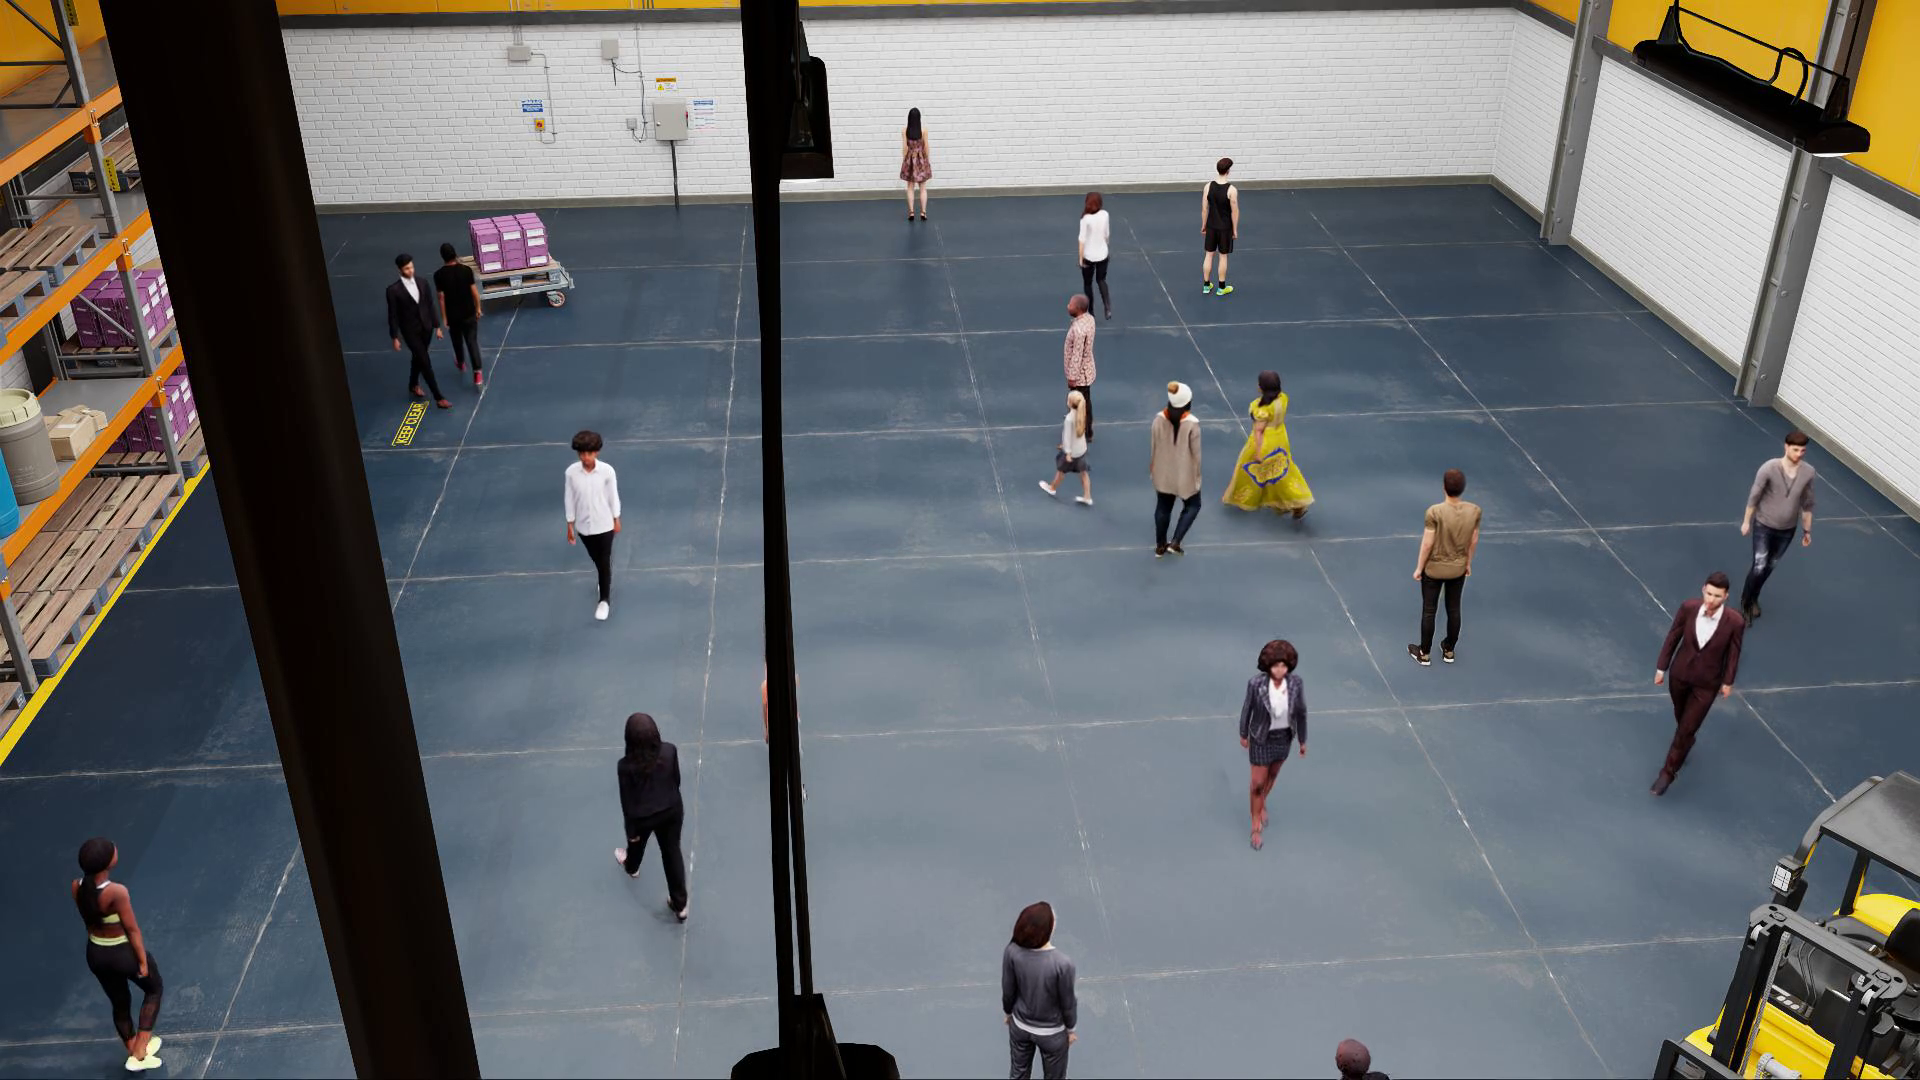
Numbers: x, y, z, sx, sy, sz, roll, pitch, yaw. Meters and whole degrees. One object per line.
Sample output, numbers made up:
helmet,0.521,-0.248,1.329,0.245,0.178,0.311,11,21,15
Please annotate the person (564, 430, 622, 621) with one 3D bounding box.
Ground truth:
person,-3.394,-0.211,15.453,0.715,1.765,1.158,1,29,1

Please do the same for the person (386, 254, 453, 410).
person,-6.420,-2.470,19.522,1.264,1.834,1.196,22,36,35

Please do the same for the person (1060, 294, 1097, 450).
person,1.351,-1.862,18.441,0.822,1.802,0.664,8,30,14

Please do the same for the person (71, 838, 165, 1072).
person,-5.250,2.650,10.251,0.644,1.723,0.712,3,29,6

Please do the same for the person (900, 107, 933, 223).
person,-0.679,-5.791,25.673,0.681,1.773,0.687,0,29,1

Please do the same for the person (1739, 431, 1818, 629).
person,7.445,-0.172,15.255,0.749,1.886,0.846,1,29,3

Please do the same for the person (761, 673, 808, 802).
person,-1.422,1.387,13.012,0.574,1.297,0.683,-10,30,-18

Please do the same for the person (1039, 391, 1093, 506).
person,1.239,-0.931,17.314,0.910,1.246,0.833,23,36,36

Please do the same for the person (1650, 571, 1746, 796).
person,5.803,1.053,13.080,1.239,1.817,1.277,23,36,36

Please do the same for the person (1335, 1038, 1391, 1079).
person,2.101,3.414,8.845,0.873,1.727,1.132,-11,30,-19

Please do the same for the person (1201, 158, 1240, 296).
person,3.558,-4.301,22.817,0.779,1.892,0.794,15,32,26

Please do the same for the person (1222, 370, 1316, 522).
person,3.194,-0.927,16.912,1.126,1.623,1.263,-22,36,-34

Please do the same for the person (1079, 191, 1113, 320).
person,1.811,-3.648,21.738,0.741,1.779,0.883,-11,30,-19

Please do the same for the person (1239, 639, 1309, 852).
person,2.315,1.449,12.495,0.637,1.683,0.753,-4,29,-8

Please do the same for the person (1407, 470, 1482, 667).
person,4.239,0.238,14.542,0.669,1.849,0.555,-4,29,-7

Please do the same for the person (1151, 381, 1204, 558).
person,2.046,-0.644,16.125,0.852,1.881,0.898,17,33,29

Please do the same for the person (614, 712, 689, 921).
person,-2.105,1.972,11.658,1.019,1.567,1.183,-20,34,-32

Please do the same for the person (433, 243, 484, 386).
person,-5.991,-2.669,20.022,0.979,1.704,1.294,-13,31,-22

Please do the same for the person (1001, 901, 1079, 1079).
person,0.466,2.860,9.820,0.687,1.767,0.684,12,31,21
